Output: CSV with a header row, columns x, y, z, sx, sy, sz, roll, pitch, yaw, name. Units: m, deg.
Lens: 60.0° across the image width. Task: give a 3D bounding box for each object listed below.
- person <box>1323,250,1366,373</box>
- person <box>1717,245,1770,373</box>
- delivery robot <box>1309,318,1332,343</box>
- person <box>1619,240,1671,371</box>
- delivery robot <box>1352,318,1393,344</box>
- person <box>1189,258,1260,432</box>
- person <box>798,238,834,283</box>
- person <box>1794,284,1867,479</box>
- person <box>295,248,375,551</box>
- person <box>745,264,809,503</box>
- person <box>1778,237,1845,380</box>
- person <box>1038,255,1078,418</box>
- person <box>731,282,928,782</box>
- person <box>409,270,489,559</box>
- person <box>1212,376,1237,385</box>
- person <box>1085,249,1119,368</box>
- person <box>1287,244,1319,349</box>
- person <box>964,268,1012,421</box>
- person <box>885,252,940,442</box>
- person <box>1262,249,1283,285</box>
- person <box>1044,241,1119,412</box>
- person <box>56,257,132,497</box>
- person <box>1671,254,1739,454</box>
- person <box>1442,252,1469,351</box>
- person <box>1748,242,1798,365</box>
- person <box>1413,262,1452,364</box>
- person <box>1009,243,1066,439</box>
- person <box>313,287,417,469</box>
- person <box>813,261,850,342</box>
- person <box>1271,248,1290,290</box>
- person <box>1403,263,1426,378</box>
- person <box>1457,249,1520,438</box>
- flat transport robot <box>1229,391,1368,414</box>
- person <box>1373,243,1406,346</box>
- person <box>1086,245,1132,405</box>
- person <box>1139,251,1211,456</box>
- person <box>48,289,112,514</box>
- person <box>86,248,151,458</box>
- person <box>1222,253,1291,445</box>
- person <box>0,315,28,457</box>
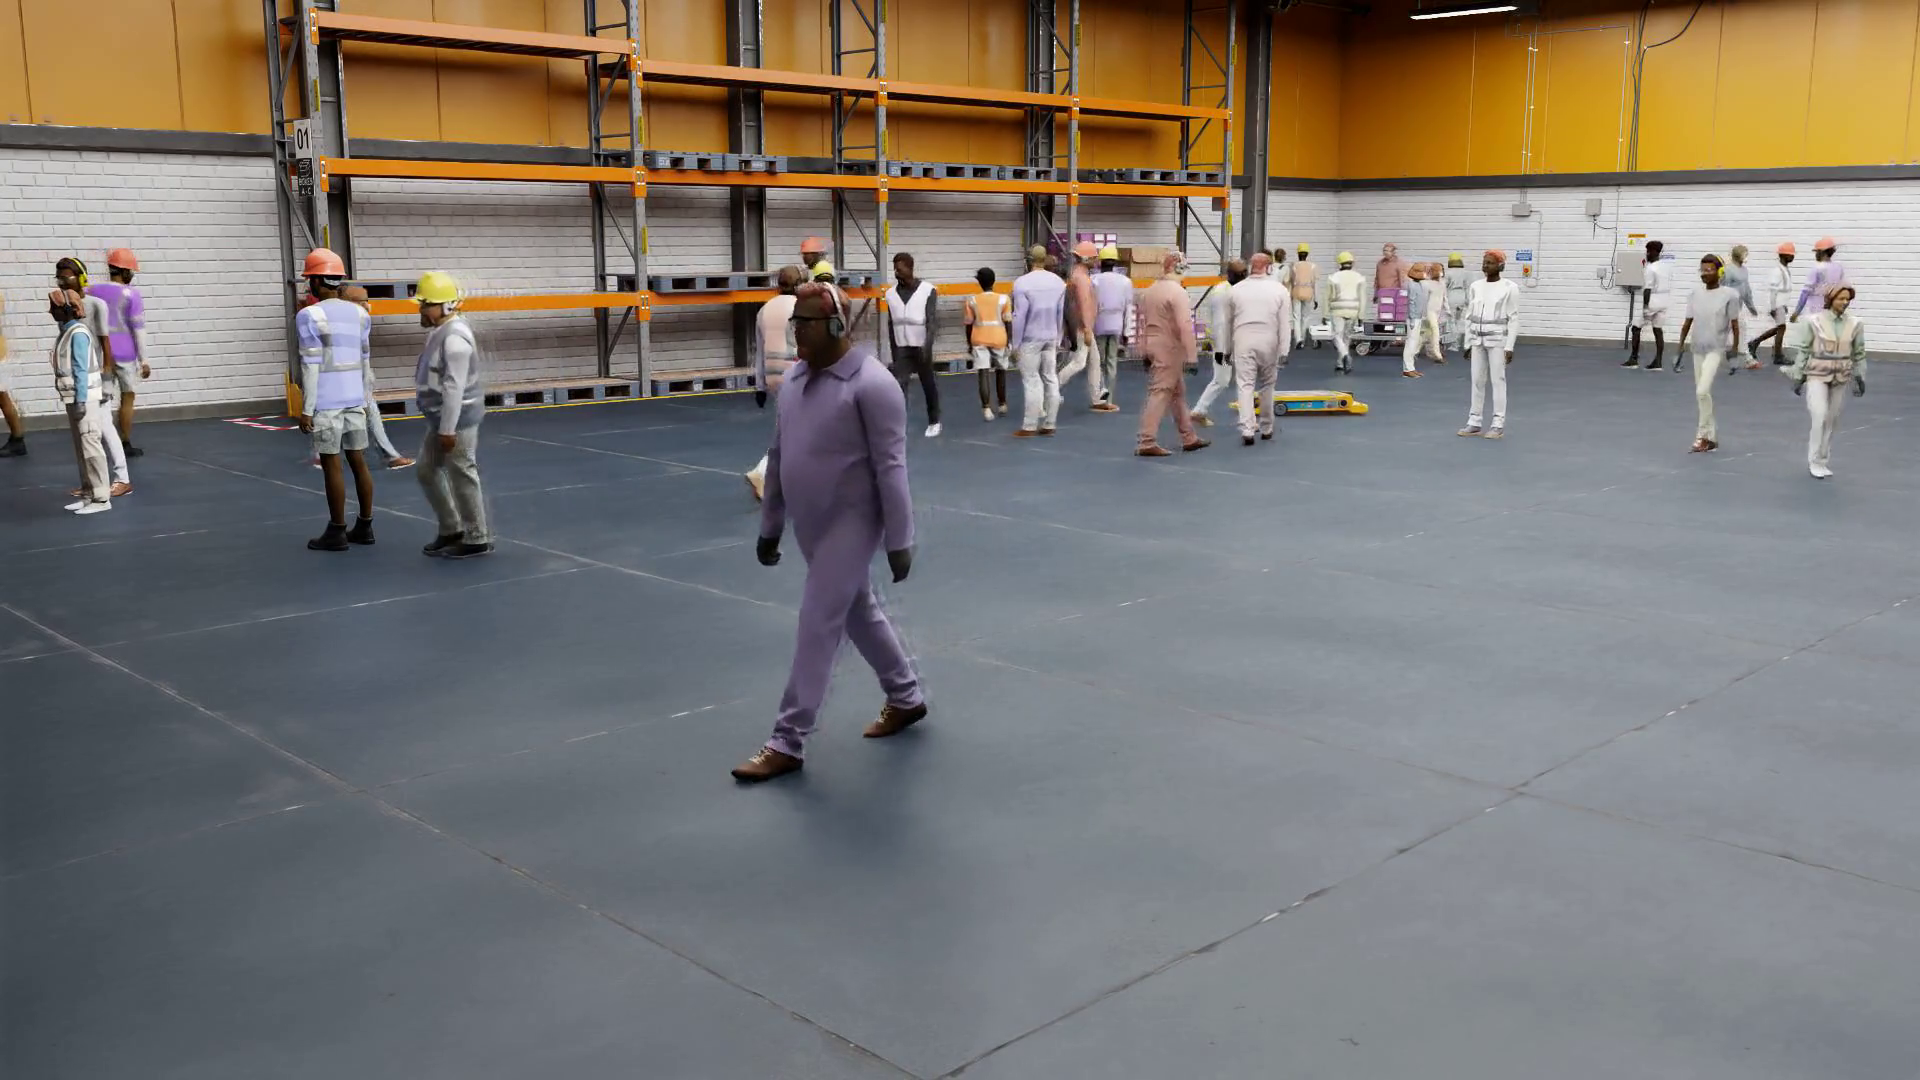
x,y,z,sx,sy,sz,roll,pitch,yaw,name
5.619,-3.319,24.296,0.600,1.806,0.779,-1,10,-5,person
11.533,-3.434,24.722,1.064,1.883,0.638,10,14,42,person
6.553,-3.697,29.503,0.707,0.478,0.477,2,11,12,delivery robot
10.327,-3.525,25.026,0.603,1.939,0.740,-6,12,-30,person
7.288,-3.681,29.418,0.707,0.478,0.477,-2,11,-12,delivery robot
2.780,-2.020,17.255,0.687,1.800,0.784,-8,13,-39,person
-1.835,-2.823,21.095,0.623,1.994,1.032,9,13,39,person
7.280,-1.313,13.859,0.542,1.617,0.602,0,10,0,person
-4.040,-0.897,10.717,0.362,1.938,0.545,5,12,25,person
-1.317,-1.161,12.512,0.622,1.818,0.840,10,14,43,person
11.817,-3.161,22.927,0.631,1.986,1.045,-6,12,-29,person
1.003,-2.288,18.701,0.670,1.792,0.948,7,13,35,person
-0.478,-0.062,6.416,1.004,1.859,0.662,-8,13,-39,person
-3.186,-0.750,10.272,0.537,1.804,0.618,-5,11,-25,person
3.638,-2.873,22.239,0.856,1.664,0.522,-8,13,-37,person
2.098,-3.491,25.222,0.574,1.806,0.894,9,14,41,person
6.098,-4.344,29.707,0.597,1.881,0.924,0,10,1,person
0.324,-2.165,18.367,0.548,1.653,0.862,1,10,6,person
-0.449,-1.906,16.475,0.590,1.875,0.996,4,11,22,person
4.699,-3.552,25.582,0.531,1.828,1.020,1,10,4,person
1.347,-2.419,18.975,0.897,1.958,0.650,0,10,1,person
-6.743,-1.247,12.864,0.510,1.855,0.351,3,11,17,person
6.887,-1.722,15.449,0.652,1.844,0.536,-6,12,-31,person
8.688,-4.203,29.356,0.491,1.709,0.654,-3,11,-18,person
12.801,-3.721,26.148,0.688,1.922,0.548,8,13,37,person
7.456,-3.597,26.365,0.502,1.600,0.799,-9,14,-40,person
0.768,-1.968,16.553,0.631,1.939,0.371,-7,13,-35,person
-5.216,-1.390,14.374,0.872,1.584,0.518,-4,11,-19,person
-1.351,-1.892,16.614,0.533,1.768,0.311,-5,11,-25,person
5.580,-4.284,29.582,0.524,1.799,0.922,2,11,11,person
6.517,-3.146,23.813,0.277,1.632,0.507,5,12,27,person
5.296,-1.954,16.646,0.434,1.882,0.589,-8,13,-37,person
3.856,-1.577,18.975,1.431,0.197,0.652,-2,11,-9,flat transport robot
7.851,-4.476,30.401,0.466,1.887,0.673,-6,12,-32,person
1.689,-2.443,19.237,0.624,1.903,0.450,-3,11,-13,person
2.034,-1.706,15.317,0.915,1.860,0.684,-3,11,-18,person
-6.437,-1.008,12.156,0.313,1.634,0.512,-9,13,-39,person
-7.635,-1.659,14.996,0.583,1.904,0.631,2,11,10,person
2.885,-1.855,16.206,0.682,1.858,0.944,3,11,15,person
-8.896,-1.650,14.939,0.567,1.891,0.907,8,13,38,person
